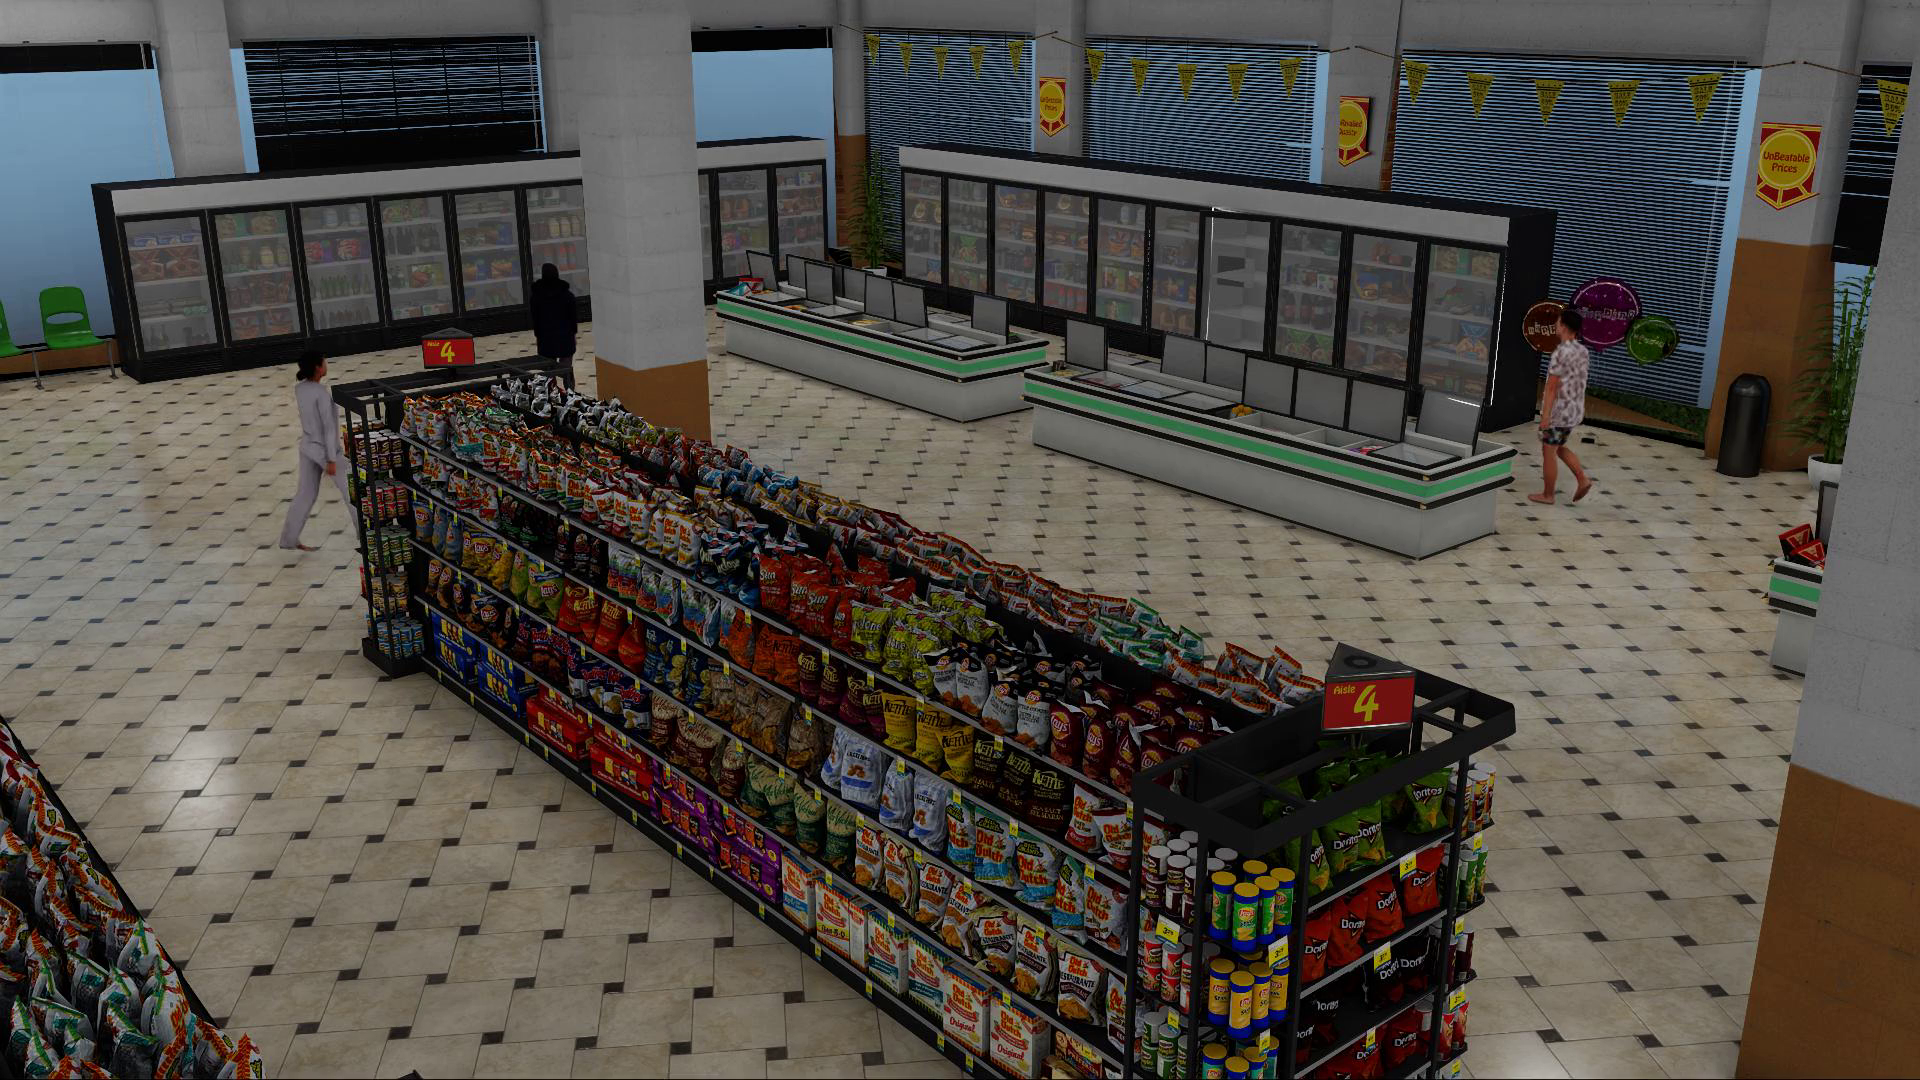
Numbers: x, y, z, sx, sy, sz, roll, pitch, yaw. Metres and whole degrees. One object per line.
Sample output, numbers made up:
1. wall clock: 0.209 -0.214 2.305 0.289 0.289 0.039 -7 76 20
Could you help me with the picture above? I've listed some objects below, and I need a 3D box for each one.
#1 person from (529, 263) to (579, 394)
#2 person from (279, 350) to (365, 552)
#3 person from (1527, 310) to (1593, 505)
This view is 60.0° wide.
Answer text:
1. person: -4.518 -2.268 18.585 0.786 1.674 0.810 -4 19 -12
2. person: -5.429 -0.710 13.920 1.165 1.703 0.913 12 22 33
3. person: 5.554 -1.173 15.135 0.686 1.804 0.796 -14 23 -35
